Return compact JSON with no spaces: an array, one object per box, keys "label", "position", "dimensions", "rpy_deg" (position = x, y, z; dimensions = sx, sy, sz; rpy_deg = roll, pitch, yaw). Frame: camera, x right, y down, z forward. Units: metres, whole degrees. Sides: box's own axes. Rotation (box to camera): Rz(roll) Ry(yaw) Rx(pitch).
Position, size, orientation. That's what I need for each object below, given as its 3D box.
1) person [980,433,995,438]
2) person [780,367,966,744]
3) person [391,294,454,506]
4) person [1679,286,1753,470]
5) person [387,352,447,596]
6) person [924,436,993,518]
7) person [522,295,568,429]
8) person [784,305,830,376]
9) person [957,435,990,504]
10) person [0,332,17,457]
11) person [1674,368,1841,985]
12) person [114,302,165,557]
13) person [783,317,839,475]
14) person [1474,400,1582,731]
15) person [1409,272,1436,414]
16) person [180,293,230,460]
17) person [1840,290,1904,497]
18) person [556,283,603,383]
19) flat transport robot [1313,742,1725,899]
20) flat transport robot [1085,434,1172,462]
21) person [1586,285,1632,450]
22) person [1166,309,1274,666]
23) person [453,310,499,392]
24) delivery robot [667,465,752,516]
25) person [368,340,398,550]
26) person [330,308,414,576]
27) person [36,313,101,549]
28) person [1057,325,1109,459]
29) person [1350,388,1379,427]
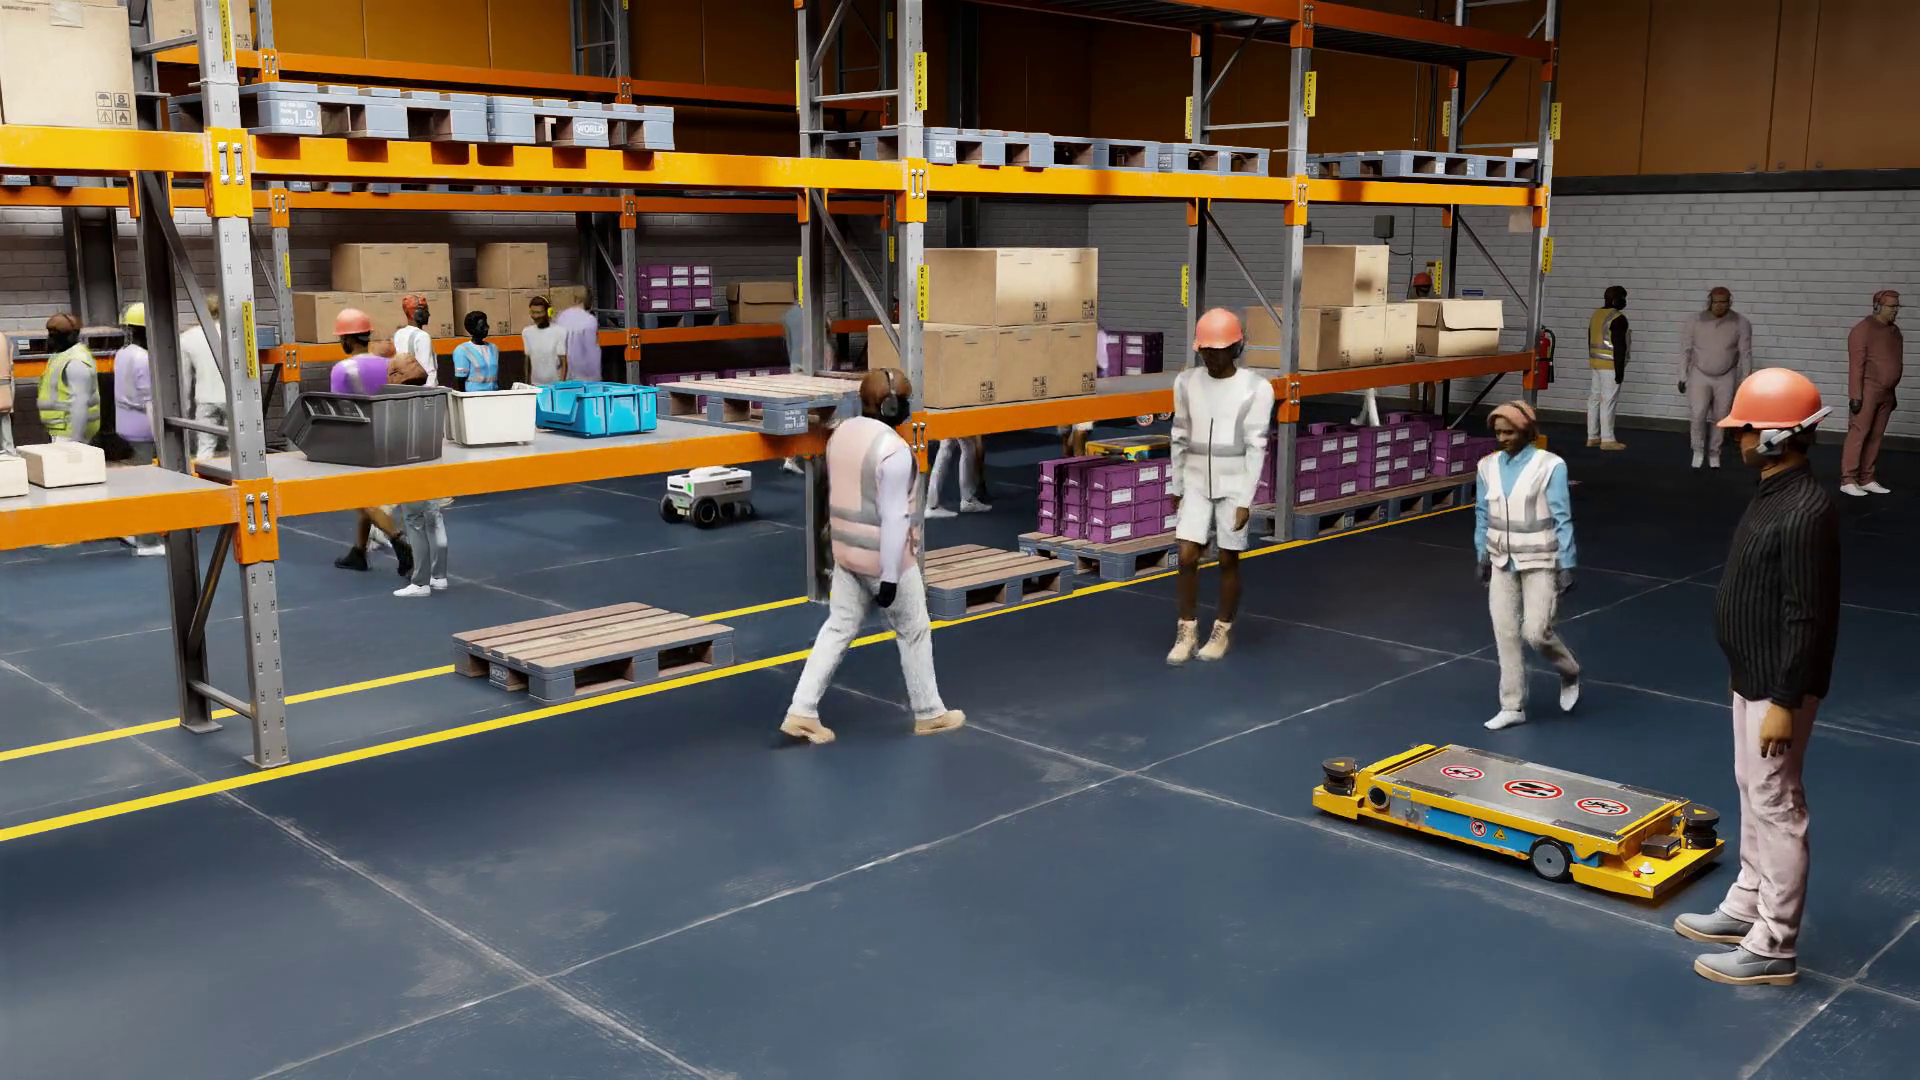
[{"label":"person","position":[0.329,-2.074,19.726],"dimensions":[0.548,1.762,0.353],"rpy_deg":[-10,14,-42]},{"label":"person","position":[-0.437,0.084,7.860],"dimensions":[0.913,1.806,0.619],"rpy_deg":[-8,13,-37]},{"label":"person","position":[-4.807,-1.230,14.783],"dimensions":[0.573,1.883,0.356],"rpy_deg":[10,14,43]},{"label":"person","position":[7.754,-1.654,17.092],"dimensions":[0.683,1.877,0.733],"rpy_deg":[5,11,24]},{"label":"person","position":[-3.649,-0.436,11.133],"dimensions":[0.279,1.633,0.498],"rpy_deg":[3,11,16]},{"label":"person","position":[0.033,-1.092,14.156],"dimensions":[0.784,1.831,0.517],"rpy_deg":[-3,11,-14]},{"label":"person","position":[-4.133,-1.548,16.679],"dimensions":[0.518,1.826,0.846],"rpy_deg":[1,10,3]},{"label":"person","position":[-1.633,-1.950,18.655],"dimensions":[0.649,1.893,0.985],"rpy_deg":[6,12,31]},{"label":"person","position":[0.113,-1.254,14.950],"dimensions":[0.387,1.884,0.659],"rpy_deg":[4,11,18]},{"label":"person","position":[-8.233,-1.118,14.057],"dimensions":[0.385,1.922,0.594],"rpy_deg":[1,10,6]},{"label":"person","position":[2.594,0.443,5.365],"dimensions":[0.392,1.990,0.612],"rpy_deg":[3,11,16]},{"label":"person","position":[-6.104,-0.815,12.461],"dimensions":[0.456,1.911,0.588],"rpy_deg":[-8,13,-39]},{"label":"person","position":[-1.423,-1.453,16.781],"dimensions":[0.850,1.599,0.517],"rpy_deg":[-8,13,-36]},{"label":"person","position":[2.789,0.118,8.123],"dimensions":[0.527,1.618,0.556],"rpy_deg":[-7,12,-33]},{"label":"person","position":[5.906,-2.457,21.332],"dimensions":[0.551,1.932,0.378],"rpy_deg":[-2,11,-13]},{"label":"person","position":[-6.403,-1.173,14.386],"dimensions":[0.658,1.917,0.788],"rpy_deg":[-2,11,-13]},{"label":"person","position":[8.495,-1.358,15.423],"dimensions":[0.652,1.904,0.402],"rpy_deg":[-6,12,-30]},{"label":"person","position":[-3.995,-1.711,17.316],"dimensions":[0.575,1.918,0.625],"rpy_deg":[-10,14,-43]},{"label":"flat transport robot","position":[2.201,1.069,6.644],"dimensions":[0.652,0.197,1.431],"rpy_deg":[-10,14,-44]},{"label":"flat transport robot","position":[1.930,-0.966,17.740],"dimensions":[1.431,0.197,0.652],"rpy_deg":[-8,13,-38]},{"label":"person","position":[7.337,-1.946,18.798],"dimensions":[0.430,1.844,0.624],"rpy_deg":[-1,10,-7]},{"label":"person","position":[1.409,-0.270,9.227],"dimensions":[0.638,1.999,0.695],"rpy_deg":[5,12,27]},{"label":"person","position":[-4.548,-1.320,15.772],"dimensions":[0.317,1.700,0.539],"rpy_deg":[6,12,29]},{"label":"delivery robot","position":[-2.089,-0.455,13.922],"dimensions":[0.477,0.478,0.707],"rpy_deg":[10,14,42]},{"label":"person","position":[-4.412,-0.712,12.696],"dimensions":[0.520,1.618,0.362],"rpy_deg":[7,12,33]},{"label":"person","position":[-4.160,-0.681,11.749],"dimensions":[0.847,1.904,0.552],"rpy_deg":[5,11,25]},{"label":"person","position":[-6.874,-0.845,12.877],"dimensions":[0.573,1.815,0.711],"rpy_deg":[-7,13,-34]},{"label":"person","position":[0.990,-1.273,14.743],"dimensions":[0.605,1.971,1.101],"rpy_deg":[3,11,16]},{"label":"person","position":[4.834,-2.135,19.868],"dimensions":[0.564,1.820,0.948],"rpy_deg":[-3,11,-14]}]
